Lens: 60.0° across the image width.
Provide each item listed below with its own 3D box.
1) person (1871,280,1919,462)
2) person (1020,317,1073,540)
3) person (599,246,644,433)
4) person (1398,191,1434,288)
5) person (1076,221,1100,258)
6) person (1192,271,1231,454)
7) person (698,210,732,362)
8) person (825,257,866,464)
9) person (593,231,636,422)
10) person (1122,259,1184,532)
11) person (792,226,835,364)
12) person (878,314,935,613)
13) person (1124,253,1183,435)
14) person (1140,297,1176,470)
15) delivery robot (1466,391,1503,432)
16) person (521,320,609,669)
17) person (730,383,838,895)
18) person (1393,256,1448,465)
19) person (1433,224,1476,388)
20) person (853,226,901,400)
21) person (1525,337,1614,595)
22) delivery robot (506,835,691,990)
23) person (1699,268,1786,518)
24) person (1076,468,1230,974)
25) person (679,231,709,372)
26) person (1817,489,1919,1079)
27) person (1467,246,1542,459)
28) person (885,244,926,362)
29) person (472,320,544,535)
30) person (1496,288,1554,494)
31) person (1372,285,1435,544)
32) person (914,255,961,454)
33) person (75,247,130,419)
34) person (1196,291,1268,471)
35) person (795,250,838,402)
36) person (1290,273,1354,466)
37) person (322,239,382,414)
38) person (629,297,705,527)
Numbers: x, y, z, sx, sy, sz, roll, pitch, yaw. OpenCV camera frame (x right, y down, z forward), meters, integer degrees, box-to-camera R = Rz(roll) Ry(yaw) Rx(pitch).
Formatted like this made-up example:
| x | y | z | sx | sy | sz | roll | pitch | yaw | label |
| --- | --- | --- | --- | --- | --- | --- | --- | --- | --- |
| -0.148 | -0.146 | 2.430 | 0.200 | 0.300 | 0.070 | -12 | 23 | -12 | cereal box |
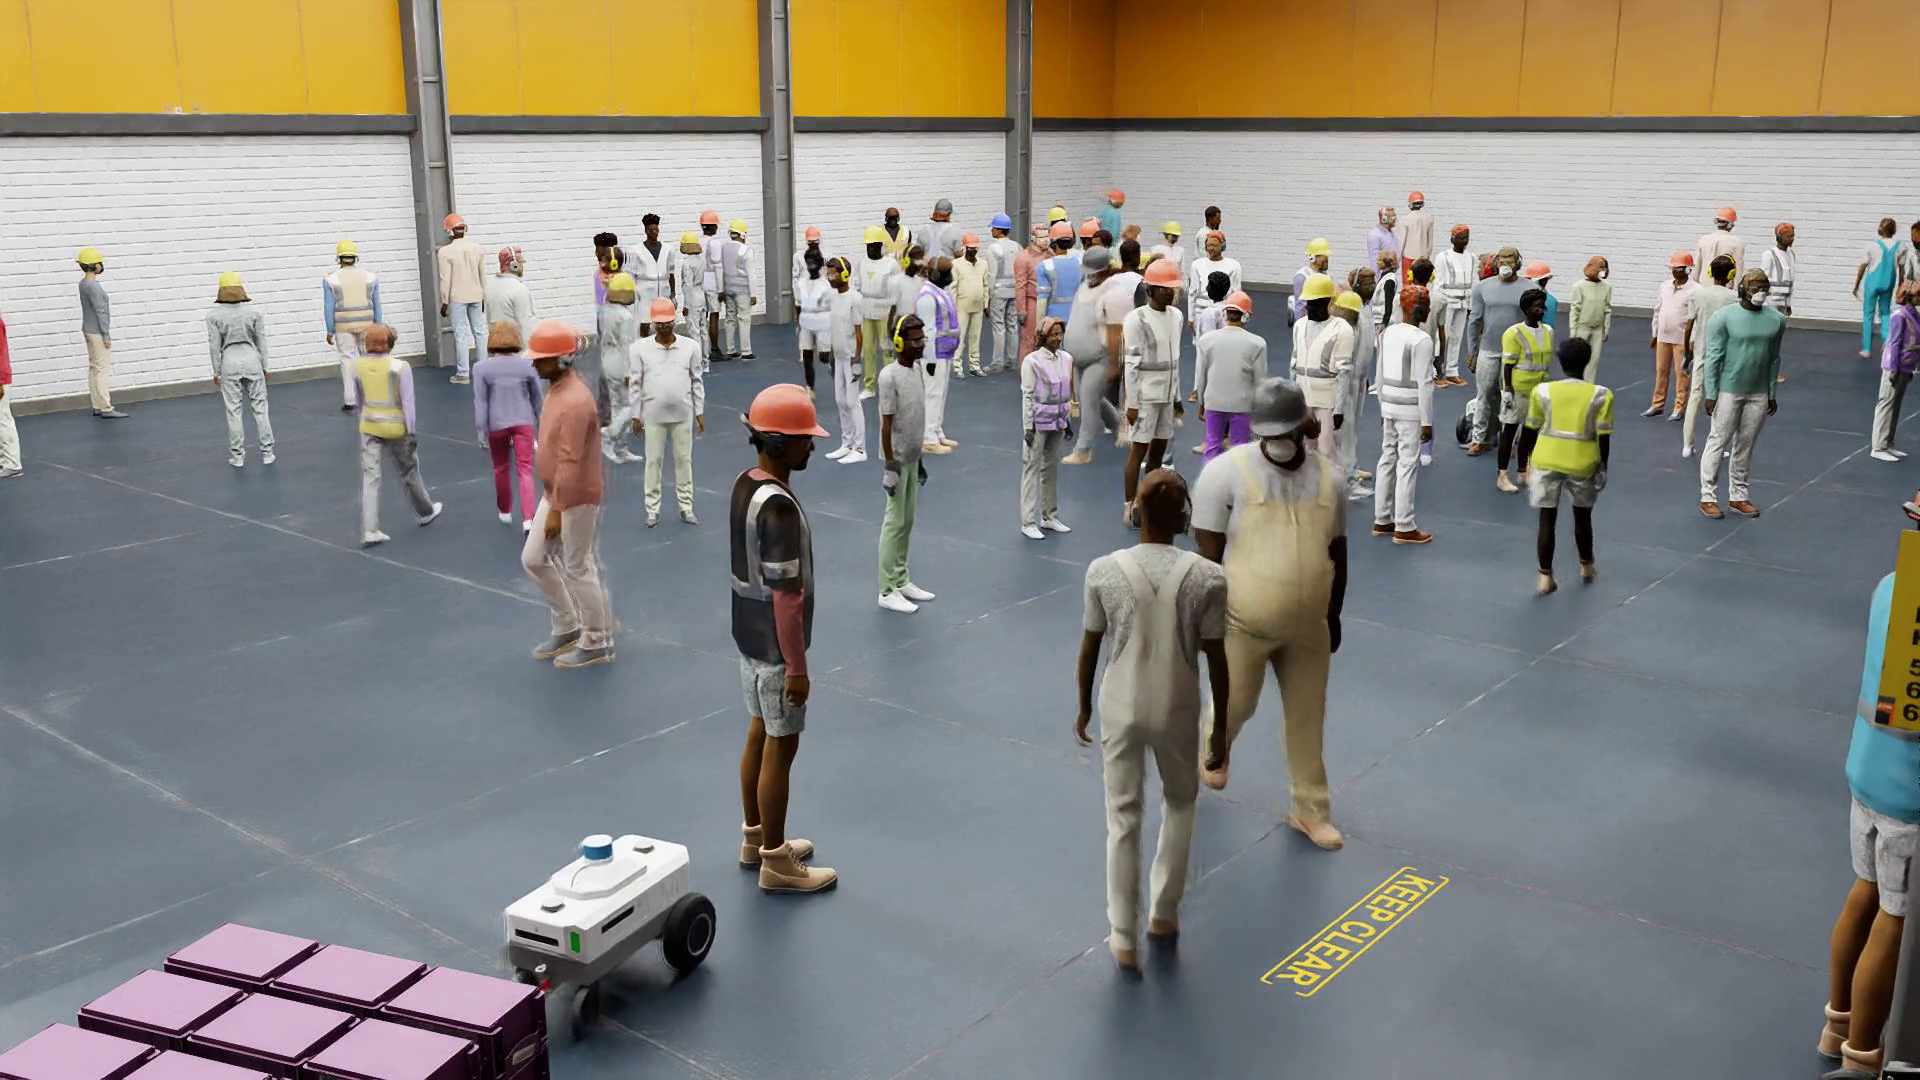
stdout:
| x | y | z | sx | sy | sz | roll | pitch | yaw | label |
| --- | --- | --- | --- | --- | --- | --- | --- | --- | --- |
| 8.567 | -1.546 | 15.163 | 0.314 | 1.641 | 0.515 | 13 | 19 | 43 | person |
| 0.644 | -0.838 | 12.334 | 0.315 | 1.641 | 0.515 | 13 | 19 | 43 | person |
| -3.351 | -1.963 | 16.386 | 0.434 | 1.855 | 0.563 | -1 | 14 | -3 | person |
| 7.091 | -4.438 | 25.999 | 0.608 | 1.996 | 0.381 | -3 | 14 | -13 | person |
| 1.465 | -2.668 | 19.042 | 0.359 | 1.939 | 0.542 | 1 | 14 | 2 | person |
| 2.372 | -1.639 | 15.424 | 0.318 | 1.697 | 0.535 | 10 | 17 | 34 | person |
| -3.227 | -3.276 | 21.475 | 0.547 | 1.938 | 0.379 | 13 | 19 | 41 | person |
| -1.042 | -1.627 | 15.059 | 0.337 | 1.857 | 0.524 | -9 | 17 | -33 | person |
| -3.525 | -2.158 | 16.970 | 0.603 | 1.960 | 0.371 | 12 | 18 | 40 | person |
| 1.483 | -1.083 | 12.494 | 0.612 | 2.041 | 0.394 | -13 | 19 | -43 | person |
| -1.858 | -3.130 | 21.261 | 0.563 | 1.752 | 0.341 | -1 | 14 | -5 | person |
| -0.341 | -0.486 | 10.485 | 0.325 | 1.860 | 0.516 | 6 | 15 | 21 | person |
| 1.878 | -1.921 | 16.366 | 0.517 | 1.814 | 0.879 | 8 | 16 | 30 | person |
| 1.742 | -1.391 | 14.559 | 0.266 | 1.631 | 0.507 | -3 | 14 | -10 | person |
| 5.157 | -1.278 | 16.103 | 0.477 | 0.478 | 0.707 | 9 | 16 | 31 | delivery robot |
| -2.241 | -0.231 | 9.230 | 0.539 | 1.968 | 0.620 | -8 | 16 | -29 | person |
| -0.702 | 0.393 | 6.604 | 0.390 | 2.039 | 0.614 | -5 | 15 | -20 | person |
| 4.080 | -1.593 | 14.888 | 0.532 | 1.868 | 0.310 | -1 | 14 | -2 | person |
| 5.749 | -2.721 | 19.365 | 0.583 | 1.882 | 0.338 | -7 | 16 | -27 | person |
| -0.924 | -2.483 | 18.324 | 0.594 | 1.926 | 0.366 | 7 | 16 | 27 | person |
| 3.994 | -0.512 | 10.949 | 0.554 | 1.666 | 0.720 | 6 | 15 | 21 | person |
| -1.267 | 1.283 | 5.871 | 0.477 | 0.478 | 0.707 | 7 | 16 | 25 | delivery robot |
| 6.064 | -1.133 | 12.911 | 0.630 | 1.940 | 0.372 | -2 | 14 | -10 | person |
| 0.686 | 0.646 | 6.026 | 0.541 | 1.818 | 0.547 | 1 | 14 | 4 | person |
| -3.278 | -2.900 | 20.364 | 0.295 | 1.743 | 0.493 | 4 | 15 | 15 | person |
| 2.960 | 0.767 | 5.135 | 0.398 | 2.039 | 0.610 | 3 | 14 | 12 | person |
| 4.961 | -1.714 | 15.230 | 0.637 | 1.938 | 0.357 | 6 | 15 | 22 | person |
| -0.515 | -2.033 | 16.683 | 0.399 | 1.845 | 0.540 | 8 | 16 | 29 | person |
| -3.367 | -0.844 | 12.478 | 0.514 | 1.596 | 0.869 | -5 | 15 | -18 | person |
| 4.706 | -1.239 | 13.823 | 0.541 | 1.696 | 0.316 | -8 | 16 | -29 | person |
| 3.260 | -0.915 | 12.148 | 0.346 | 1.882 | 0.584 | -5 | 15 | -20 | person |
| -0.213 | -1.726 | 15.504 | 0.430 | 1.835 | 0.644 | 3 | 14 | 11 | person |
| -8.966 | -2.152 | 17.326 | 0.305 | 1.772 | 0.527 | -12 | 19 | -40 | person |
| 2.148 | -1.088 | 13.137 | 0.577 | 1.737 | 0.355 | 6 | 15 | 23 | person |
| -1.556 | -2.355 | 18.310 | 0.544 | 1.685 | 0.536 | 7 | 16 | 27 | person |
| 2.724 | -1.073 | 12.710 | 0.398 | 1.920 | 0.586 | -9 | 17 | -32 | person |
| -6.434 | -2.262 | 17.634 | 0.600 | 1.829 | 0.404 | -10 | 17 | -35 | person |
| -2.219 | -0.972 | 12.638 | 0.575 | 1.749 | 0.336 | -4 | 15 | -16 | person |
